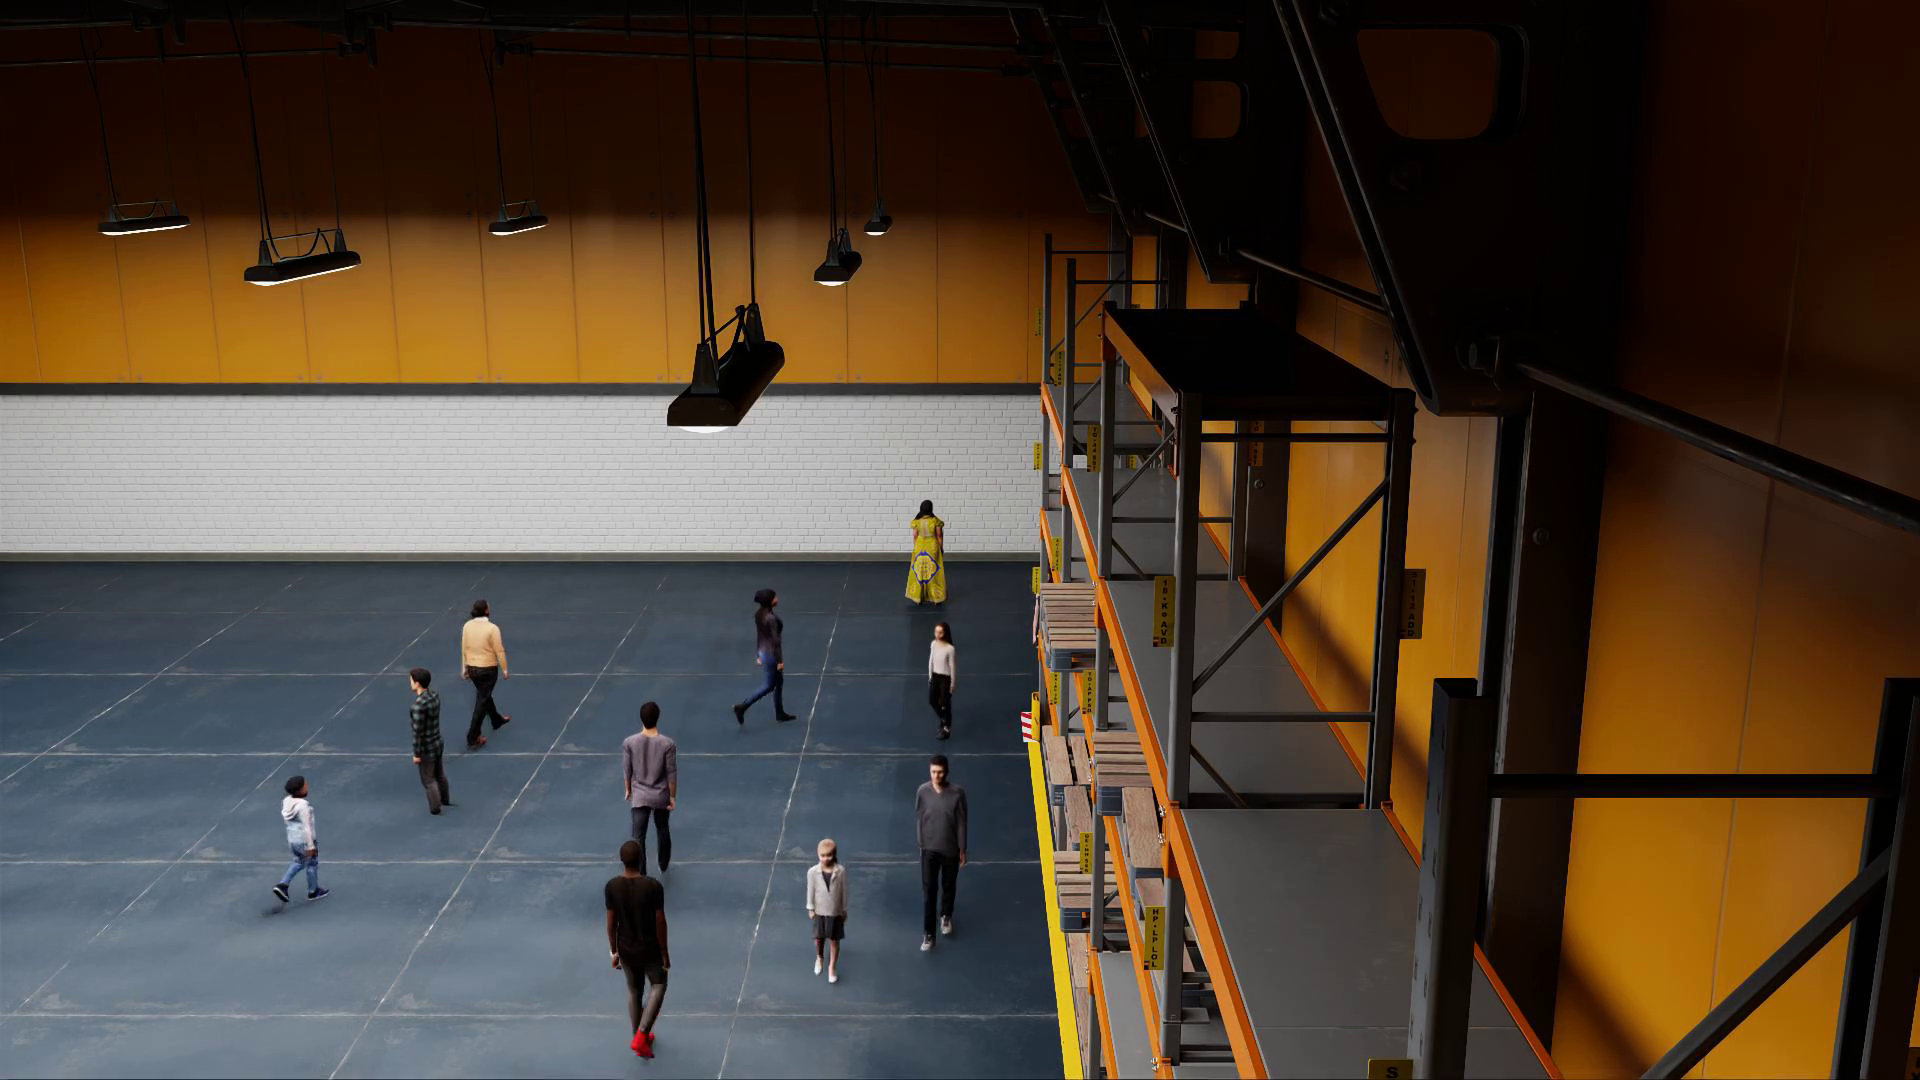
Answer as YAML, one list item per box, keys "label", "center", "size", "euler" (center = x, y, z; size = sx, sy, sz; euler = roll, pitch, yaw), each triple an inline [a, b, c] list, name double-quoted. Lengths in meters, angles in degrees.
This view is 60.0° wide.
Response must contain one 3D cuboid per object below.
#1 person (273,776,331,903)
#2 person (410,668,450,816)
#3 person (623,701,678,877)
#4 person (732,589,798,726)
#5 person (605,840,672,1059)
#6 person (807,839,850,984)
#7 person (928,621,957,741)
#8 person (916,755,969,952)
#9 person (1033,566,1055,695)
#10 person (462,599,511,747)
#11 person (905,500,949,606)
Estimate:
- label: "person"
  center: [-6.242, 2.833, 15.633]
  size: [0.712, 1.248, 0.807]
  euler: [10, 17, 36]
- label: "person"
  center: [-5.697, 2.195, 17.828]
  size: [0.744, 1.702, 0.552]
  euler: [1, 14, 6]
- label: "person"
  center: [-2.984, 2.473, 15.892]
  size: [0.752, 1.826, 1.149]
  euler: [-2, 14, -6]
- label: "person"
  center: [-2.406, 1.468, 20.262]
  size: [0.961, 1.722, 1.091]
  euler: [-6, 15, -24]
- label: "person"
  center: [-2.506, 3.219, 12.880]
  size: [0.726, 1.794, 0.862]
  euler: [2, 14, 10]
- label: "person"
  center: [-1.123, 3.148, 14.285]
  size: [0.526, 1.269, 0.574]
  euler: [-1, 14, -5]
- label: "person"
  center: [-0.158, 1.668, 19.965]
  size: [0.672, 1.473, 0.717]
  euler: [11, 17, 37]
- label: "person"
  center: [-0.151, 2.750, 14.954]
  size: [0.657, 1.729, 1.033]
  euler: [1, 14, 2]
- label: "person"
  center: [1.173, 1.177, 21.426]
  size: [0.680, 1.740, 0.702]
  euler: [8, 16, 31]
- label: "person"
  center: [-5.710, 1.605, 19.733]
  size: [0.977, 1.706, 1.270]
  euler: [6, 15, 22]
- label: "person"
  center: [-0.500, 0.182, 25.704]
  size: [0.877, 1.660, 0.798]
  euler: [2, 14, 7]
